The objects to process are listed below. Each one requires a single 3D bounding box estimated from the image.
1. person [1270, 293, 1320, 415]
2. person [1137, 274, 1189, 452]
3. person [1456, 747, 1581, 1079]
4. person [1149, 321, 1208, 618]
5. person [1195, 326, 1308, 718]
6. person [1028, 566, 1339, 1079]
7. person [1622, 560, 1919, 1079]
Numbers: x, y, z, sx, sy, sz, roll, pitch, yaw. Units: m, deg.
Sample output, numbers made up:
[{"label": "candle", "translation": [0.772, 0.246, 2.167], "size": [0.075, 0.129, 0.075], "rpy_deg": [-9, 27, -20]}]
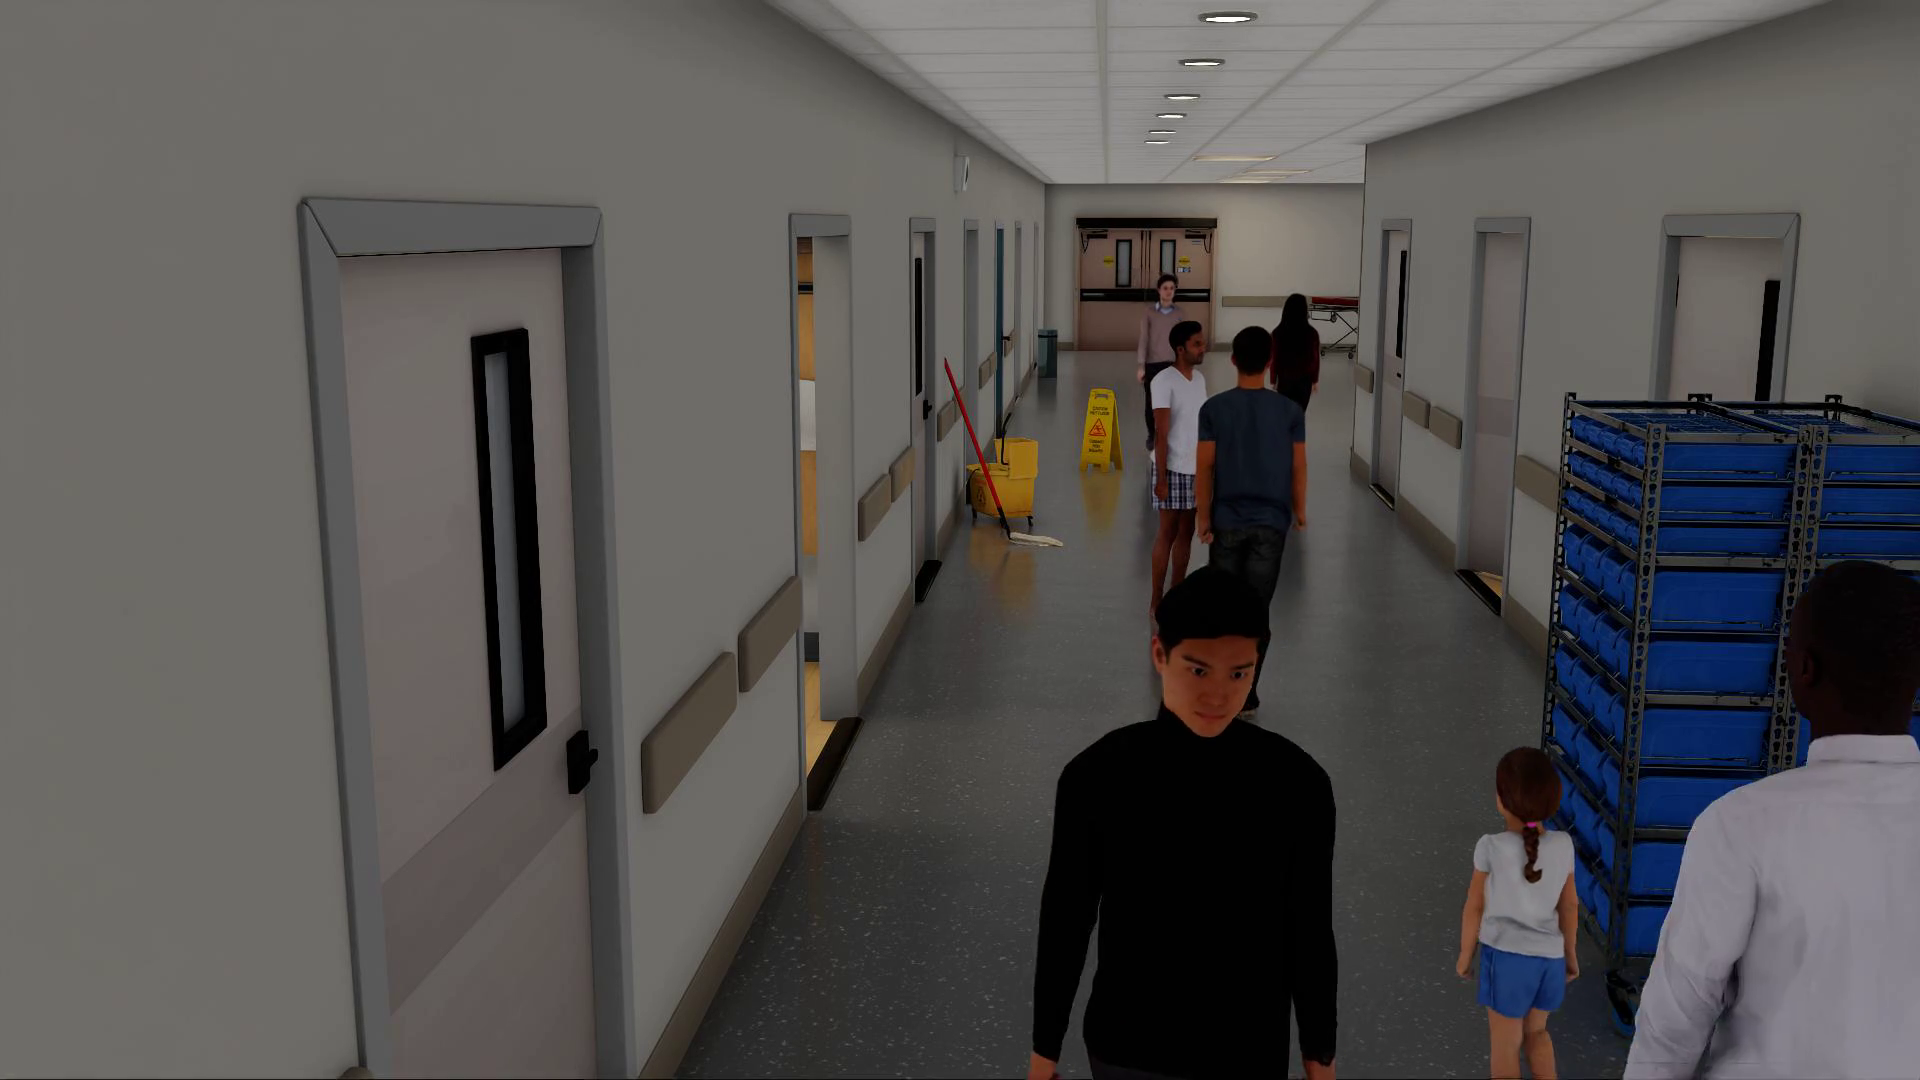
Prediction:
[{"label": "person", "translation": [3.045, -1.390, 15.121], "size": [0.719, 1.623, 1.061], "rpy_deg": [3, 11, 15]}, {"label": "person", "translation": [1.945, -1.656, 16.045], "size": [0.686, 1.802, 0.830], "rpy_deg": [0, 11, -1]}, {"label": "person", "translation": [1.389, 1.020, 4.056], "size": [0.489, 1.014, 0.553], "rpy_deg": [-2, 11, -11]}, {"label": "person", "translation": [1.277, -0.414, 9.692], "size": [0.780, 1.730, 0.662], "rpy_deg": [8, 13, 37]}, {"label": "person", "translation": [1.334, -0.061, 7.676], "size": [0.739, 1.790, 0.893], "rpy_deg": [3, 11, 15]}, {"label": "person", "translation": [0.435, 0.871, 3.047], "size": [0.894, 1.684, 1.139], "rpy_deg": [5, 12, 23]}, {"label": "person", "translation": [1.188, 0.975, 2.205], "size": [0.702, 1.793, 1.183], "rpy_deg": [1, 11, 3]}]
